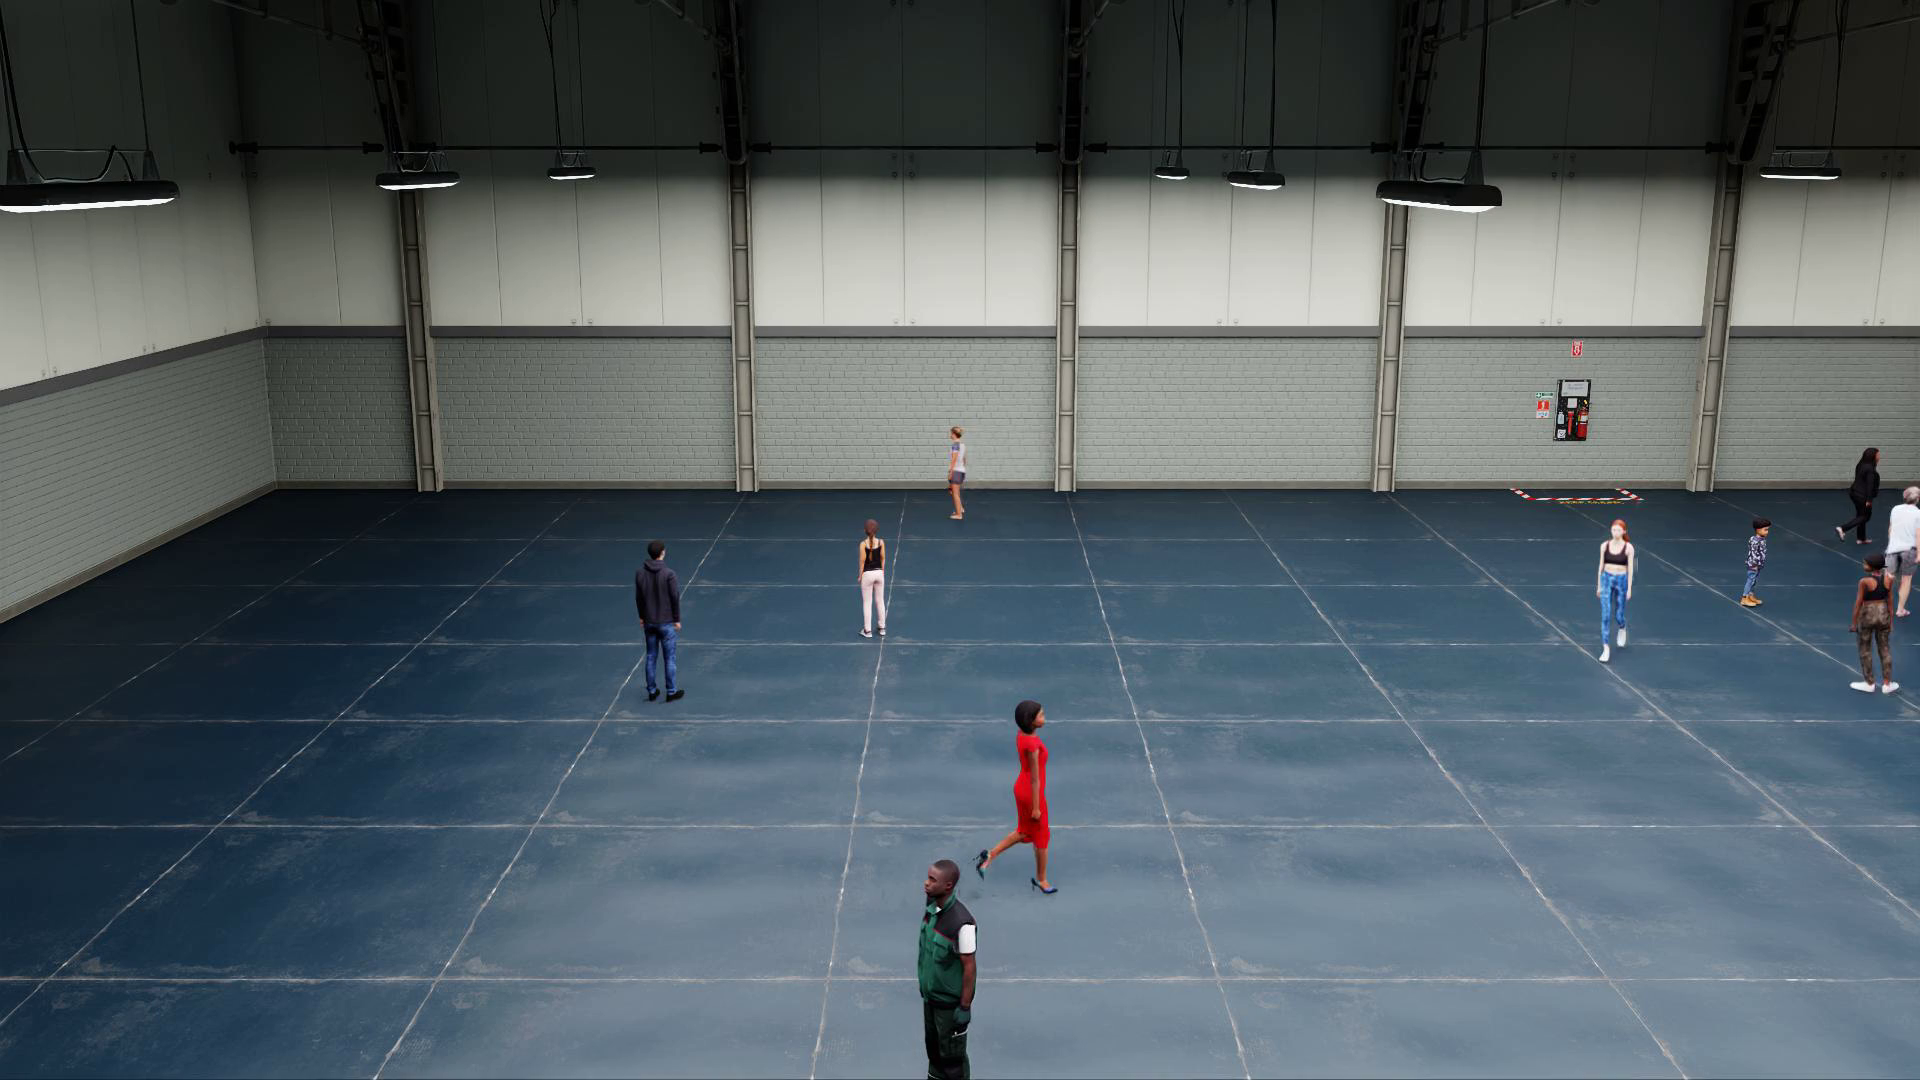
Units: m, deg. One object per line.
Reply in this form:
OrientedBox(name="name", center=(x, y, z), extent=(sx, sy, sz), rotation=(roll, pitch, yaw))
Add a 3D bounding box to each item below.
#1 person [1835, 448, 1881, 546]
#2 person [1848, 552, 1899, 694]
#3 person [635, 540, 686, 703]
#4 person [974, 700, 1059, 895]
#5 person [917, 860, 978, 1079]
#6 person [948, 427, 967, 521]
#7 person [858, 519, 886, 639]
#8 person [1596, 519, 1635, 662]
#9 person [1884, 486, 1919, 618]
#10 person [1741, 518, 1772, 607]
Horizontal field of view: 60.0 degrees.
OrientedBox(name="person", center=(14.448, -0.684, 26.774), extent=(0.878, 1.594, 0.621), rotation=(0, 13, 2))
OrientedBox(name="person", center=(10.719, 0.973, 19.448), extent=(0.462, 1.671, 0.832), rotation=(1, 13, 6))
OrientedBox(name="person", center=(-3.468, 0.928, 19.149), extent=(0.596, 1.894, 0.785), rotation=(3, 13, 14))
OrientedBox(name="person", center=(0.515, 2.197, 14.043), extent=(0.987, 1.725, 0.667), rotation=(-2, 13, -8))
OrientedBox(name="person", center=(-0.084, 2.913, 10.697), extent=(0.777, 1.839, 0.783), rotation=(-7, 15, -28))
OrientedBox(name="person", center=(0.015, -1.149, 28.736), extent=(0.658, 1.614, 0.633), rotation=(4, 14, 16))
OrientedBox(name="person", center=(-1.144, 0.486, 21.785), extent=(0.573, 1.565, 0.668), rotation=(-6, 14, -25))
OrientedBox(name="person", center=(8.195, 0.609, 20.793), extent=(0.982, 1.773, 0.947), rotation=(9, 16, 33))
OrientedBox(name="person", center=(12.736, 0.174, 22.571), extent=(1.089, 1.818, 0.973), rotation=(-9, 16, -34))
OrientedBox(name="person", center=(11.135, 0.302, 23.280), extent=(0.562, 1.250, 0.630), rotation=(-11, 17, -39))
